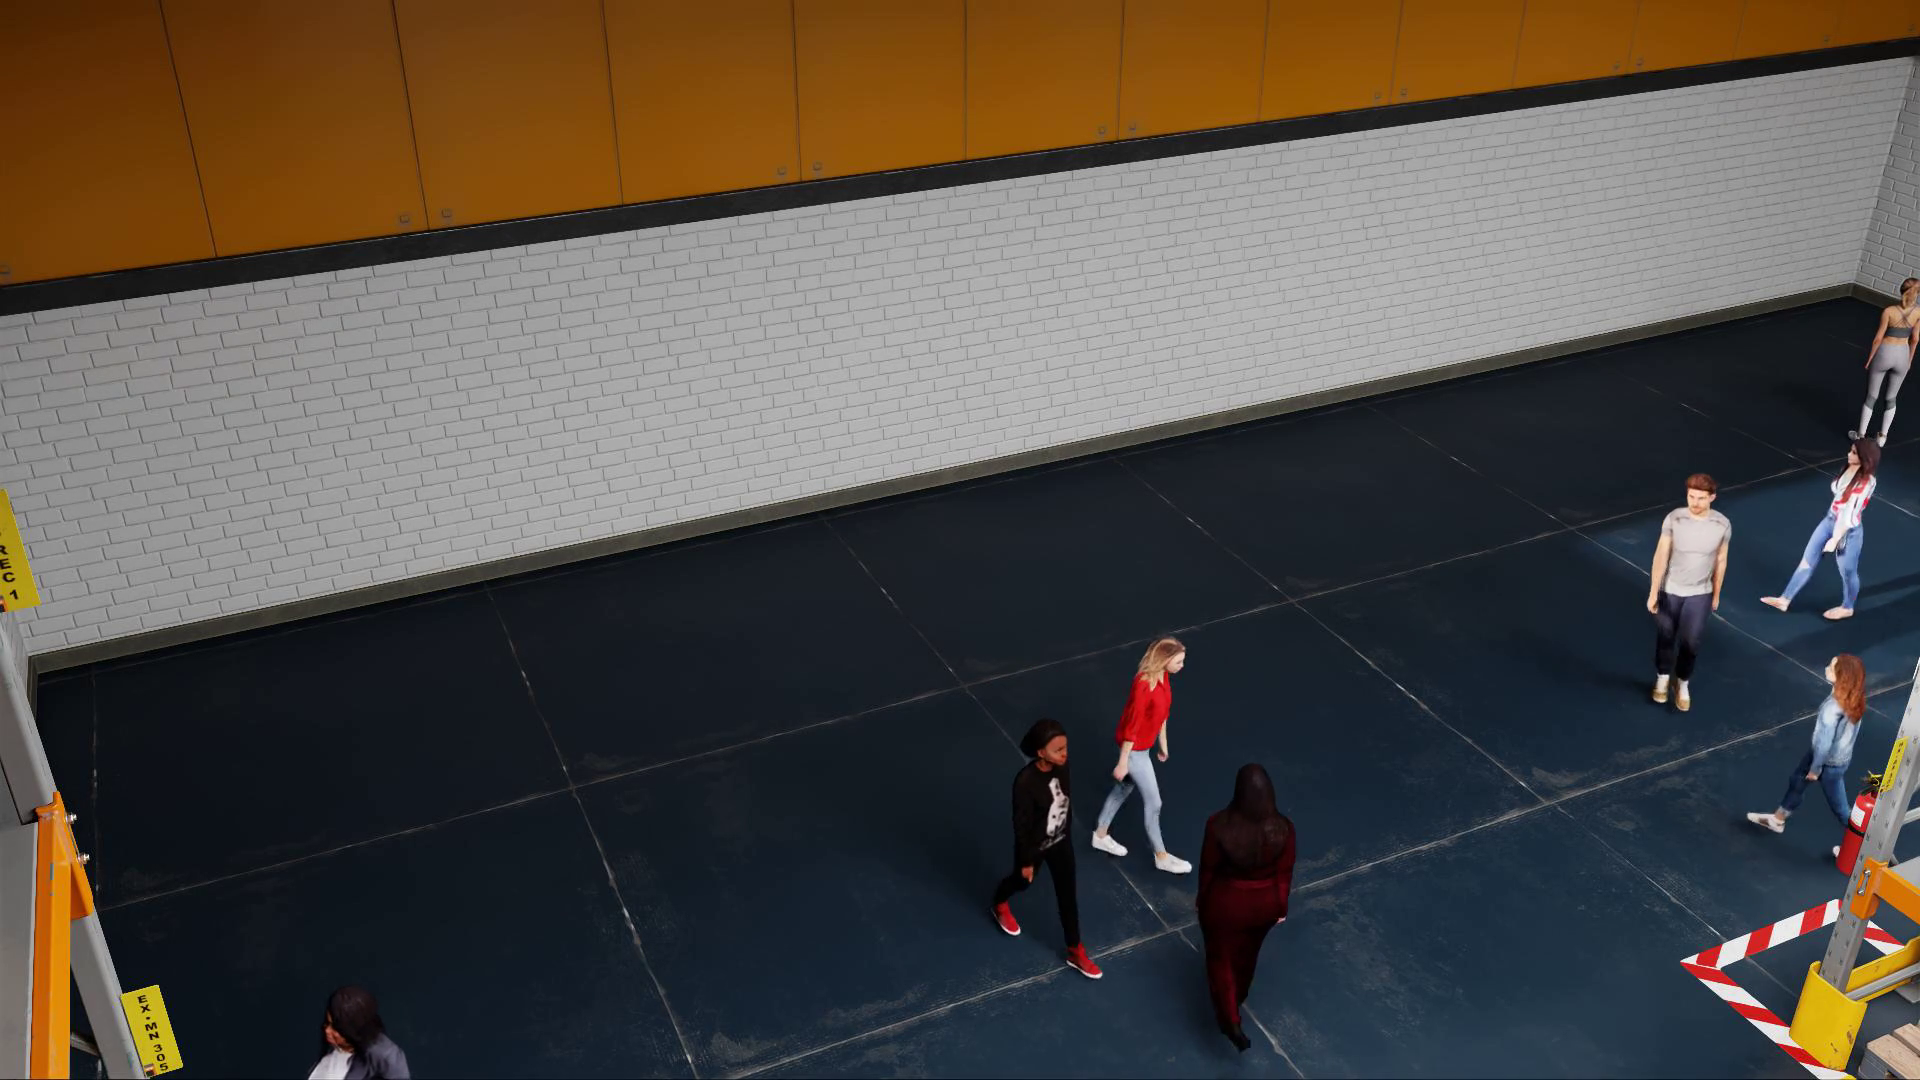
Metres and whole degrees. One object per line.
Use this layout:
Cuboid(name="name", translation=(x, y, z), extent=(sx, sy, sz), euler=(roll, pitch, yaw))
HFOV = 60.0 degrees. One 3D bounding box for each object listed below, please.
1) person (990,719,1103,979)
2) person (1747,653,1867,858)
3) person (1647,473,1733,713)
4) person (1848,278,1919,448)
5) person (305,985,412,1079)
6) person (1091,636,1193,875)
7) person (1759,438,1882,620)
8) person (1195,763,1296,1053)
Cuboid(name="person", translation=(0.414, 1.745, 9.771), extent=(0.731, 1.629, 1.134), euler=(-19, 34, -30))
Cuboid(name="person", translation=(5.623, 1.412, 10.581), extent=(1.082, 1.439, 0.893), euler=(20, 35, 32))
Cuboid(name="person", translation=(5.275, 0.323, 12.124), extent=(0.780, 1.872, 0.849), euler=(10, 30, 17))
Cuboid(name="person", translation=(8.972, -1.718, 16.042), extent=(0.659, 1.703, 0.702), euler=(6, 29, 10))
Cuboid(name="person", translation=(-2.835, 2.768, 7.931), extent=(0.777, 1.596, 0.858), euler=(16, 32, 26))
Cuboid(name="person", translation=(1.049, 1.313, 10.532), extent=(1.048, 1.659, 0.981), euler=(13, 31, 23))
Cuboid(name="person", translation=(7.044, -0.054, 13.120), extent=(0.930, 1.581, 1.008), euler=(0, 29, -1))
Cuboid(name="person", translation=(1.558, 2.054, 9.098), extent=(0.857, 1.733, 1.028), euler=(1, 29, 2))
